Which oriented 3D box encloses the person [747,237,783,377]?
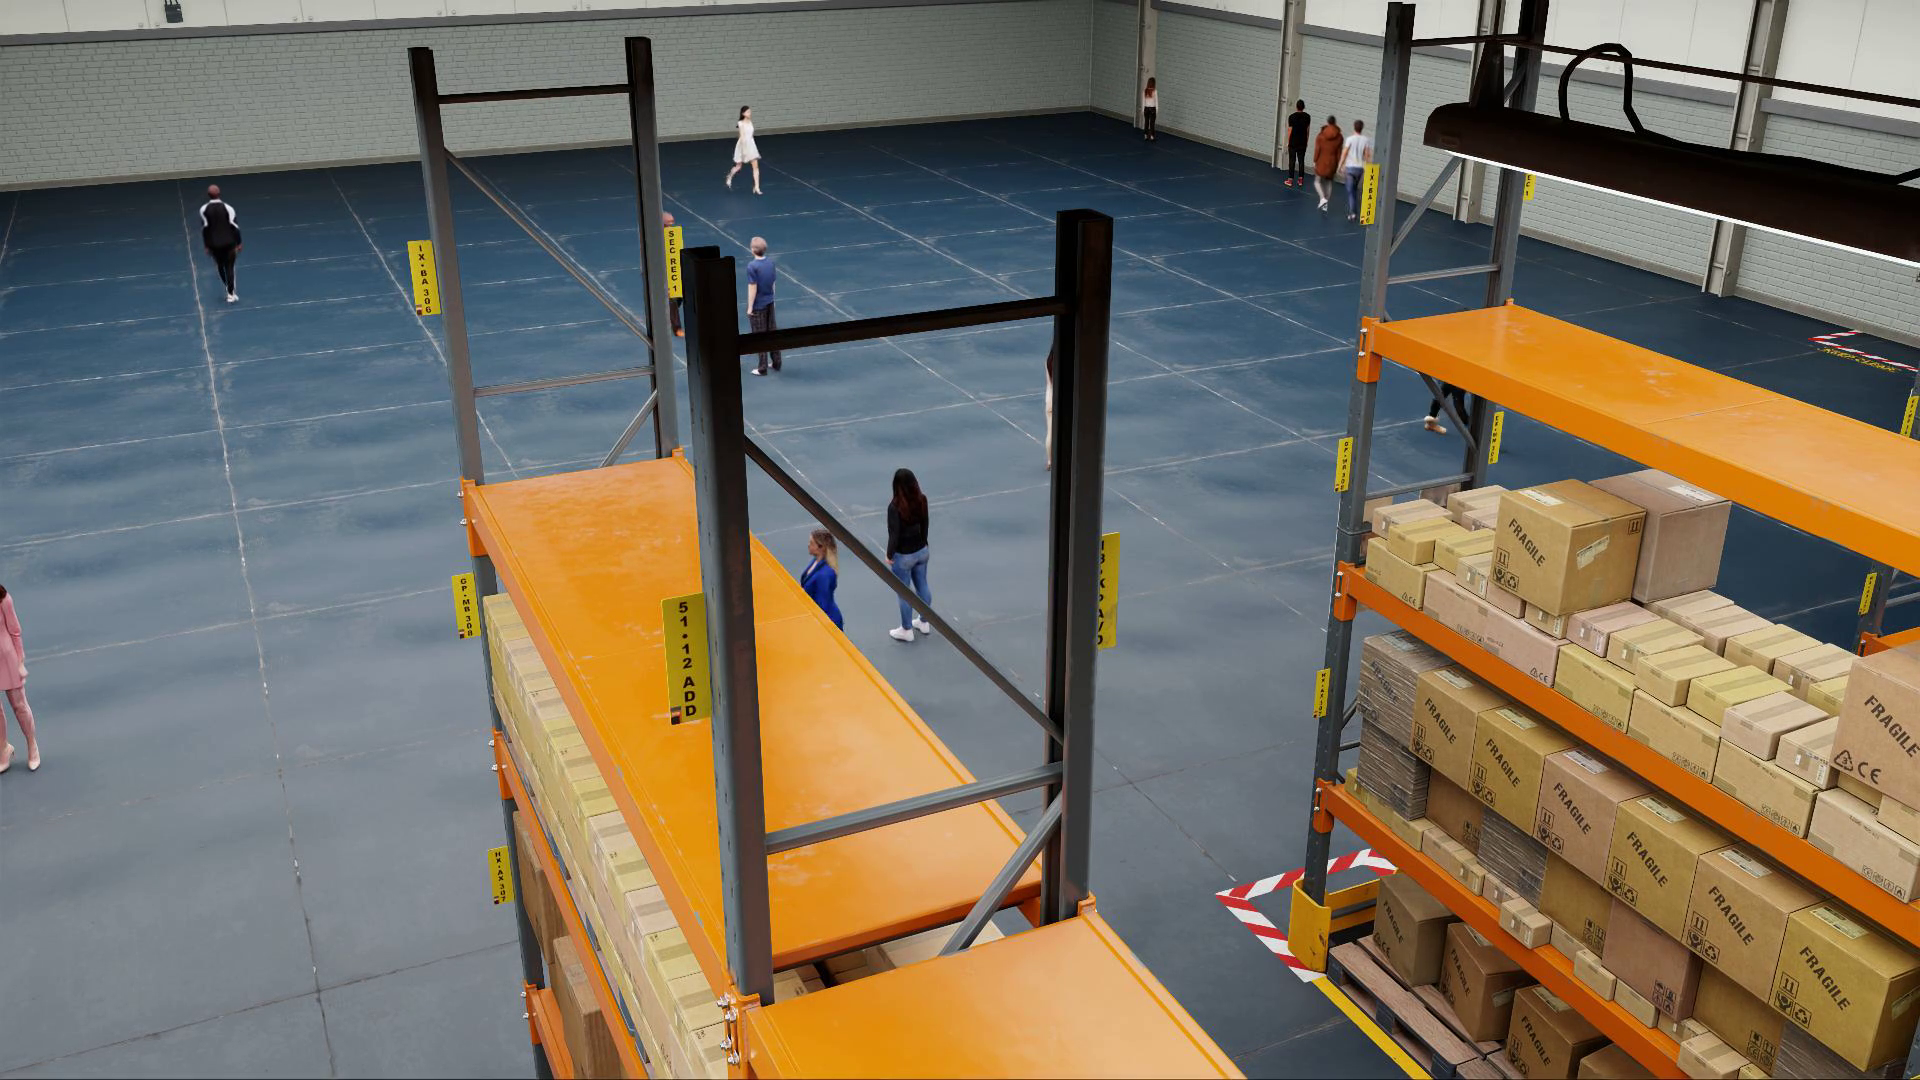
[{"bbox_3d":[-2.667,-3.169,22.468,0.704,1.870,0.736,18,29,36],"label":"person"}]

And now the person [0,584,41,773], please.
[{"bbox_3d":[-7.454,0.953,12.861,0.654,1.803,0.591,-5,24,-11],"label":"person"}]

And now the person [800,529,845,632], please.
[{"bbox_3d":[-1.015,0.702,13.624,0.848,1.668,1.028,-5,24,-12],"label":"person"}]

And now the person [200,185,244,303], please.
[{"bbox_3d":[-11.504,-4.589,25.909,0.879,1.792,1.223,-5,23,-11],"label":"person"}]

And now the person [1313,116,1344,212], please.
[{"bbox_3d":[7.100,-7.238,32.094,0.858,1.826,0.930,-2,23,-5],"label":"person"}]

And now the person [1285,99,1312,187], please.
[{"bbox_3d":[7.039,-8.286,34.647,0.699,1.757,0.689,-3,23,-7],"label":"person"}]

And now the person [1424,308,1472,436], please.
[{"bbox_3d":[6.083,-1.953,19.913,1.158,1.633,1.021,17,28,35],"label":"person"}]

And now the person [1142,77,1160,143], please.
[{"bbox_3d":[4.535,-10.260,39.638,0.602,1.484,0.679,11,25,24],"label":"person"}]

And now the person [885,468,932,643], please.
[{"bbox_3d":[-0.458,0.120,15.039,0.699,1.632,0.667,-21,31,-40],"label":"person"}]

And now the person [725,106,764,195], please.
[{"bbox_3d":[-4.409,-7.871,33.701,1.234,1.734,1.011,15,27,31],"label":"person"}]

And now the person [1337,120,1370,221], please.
[{"bbox_3d":[7.472,-6.951,31.415,0.858,1.829,1.181,-4,23,-9],"label":"person"}]
